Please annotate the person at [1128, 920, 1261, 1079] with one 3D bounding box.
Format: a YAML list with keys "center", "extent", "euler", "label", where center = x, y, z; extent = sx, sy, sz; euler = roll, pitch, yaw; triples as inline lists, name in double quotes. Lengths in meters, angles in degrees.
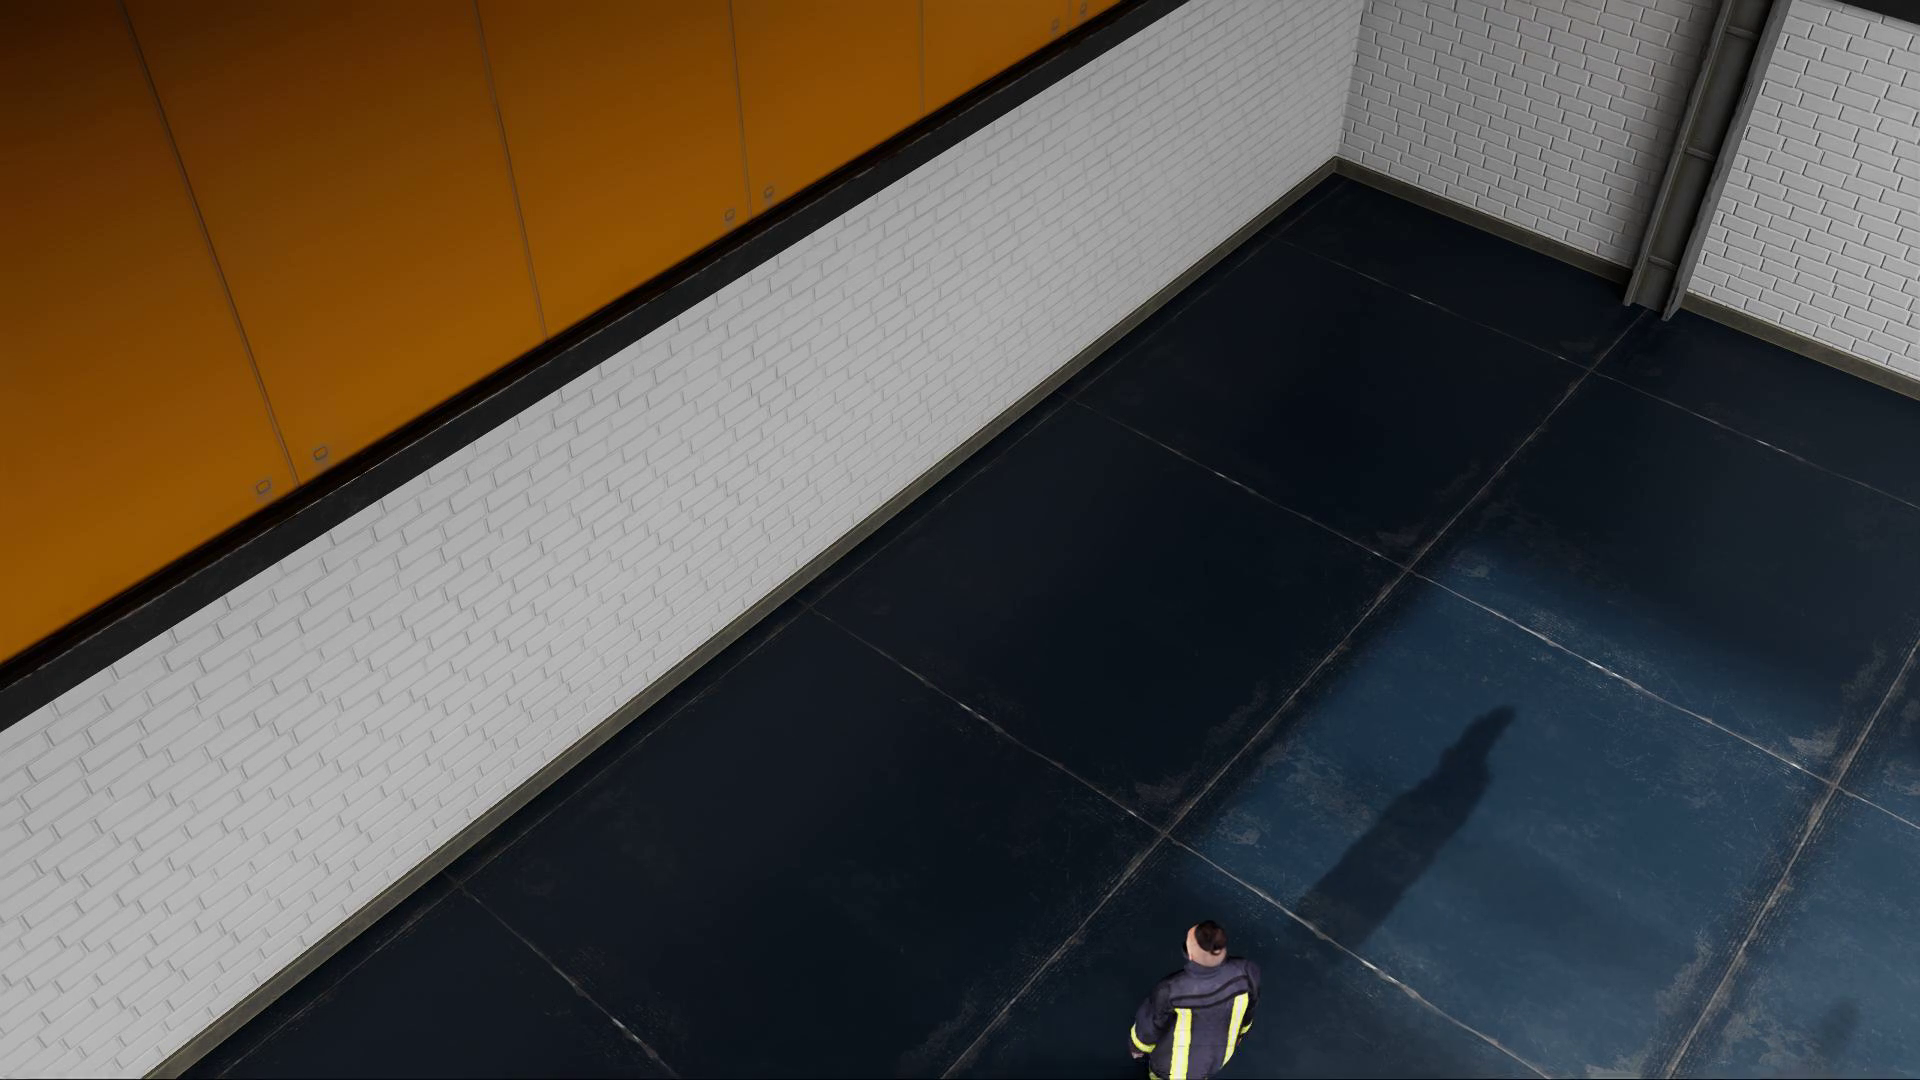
- center: [1.146, 2.460, 8.096]
  extent: [1.046, 1.846, 1.149]
  euler: [-13, 45, -14]
  label: "person"
